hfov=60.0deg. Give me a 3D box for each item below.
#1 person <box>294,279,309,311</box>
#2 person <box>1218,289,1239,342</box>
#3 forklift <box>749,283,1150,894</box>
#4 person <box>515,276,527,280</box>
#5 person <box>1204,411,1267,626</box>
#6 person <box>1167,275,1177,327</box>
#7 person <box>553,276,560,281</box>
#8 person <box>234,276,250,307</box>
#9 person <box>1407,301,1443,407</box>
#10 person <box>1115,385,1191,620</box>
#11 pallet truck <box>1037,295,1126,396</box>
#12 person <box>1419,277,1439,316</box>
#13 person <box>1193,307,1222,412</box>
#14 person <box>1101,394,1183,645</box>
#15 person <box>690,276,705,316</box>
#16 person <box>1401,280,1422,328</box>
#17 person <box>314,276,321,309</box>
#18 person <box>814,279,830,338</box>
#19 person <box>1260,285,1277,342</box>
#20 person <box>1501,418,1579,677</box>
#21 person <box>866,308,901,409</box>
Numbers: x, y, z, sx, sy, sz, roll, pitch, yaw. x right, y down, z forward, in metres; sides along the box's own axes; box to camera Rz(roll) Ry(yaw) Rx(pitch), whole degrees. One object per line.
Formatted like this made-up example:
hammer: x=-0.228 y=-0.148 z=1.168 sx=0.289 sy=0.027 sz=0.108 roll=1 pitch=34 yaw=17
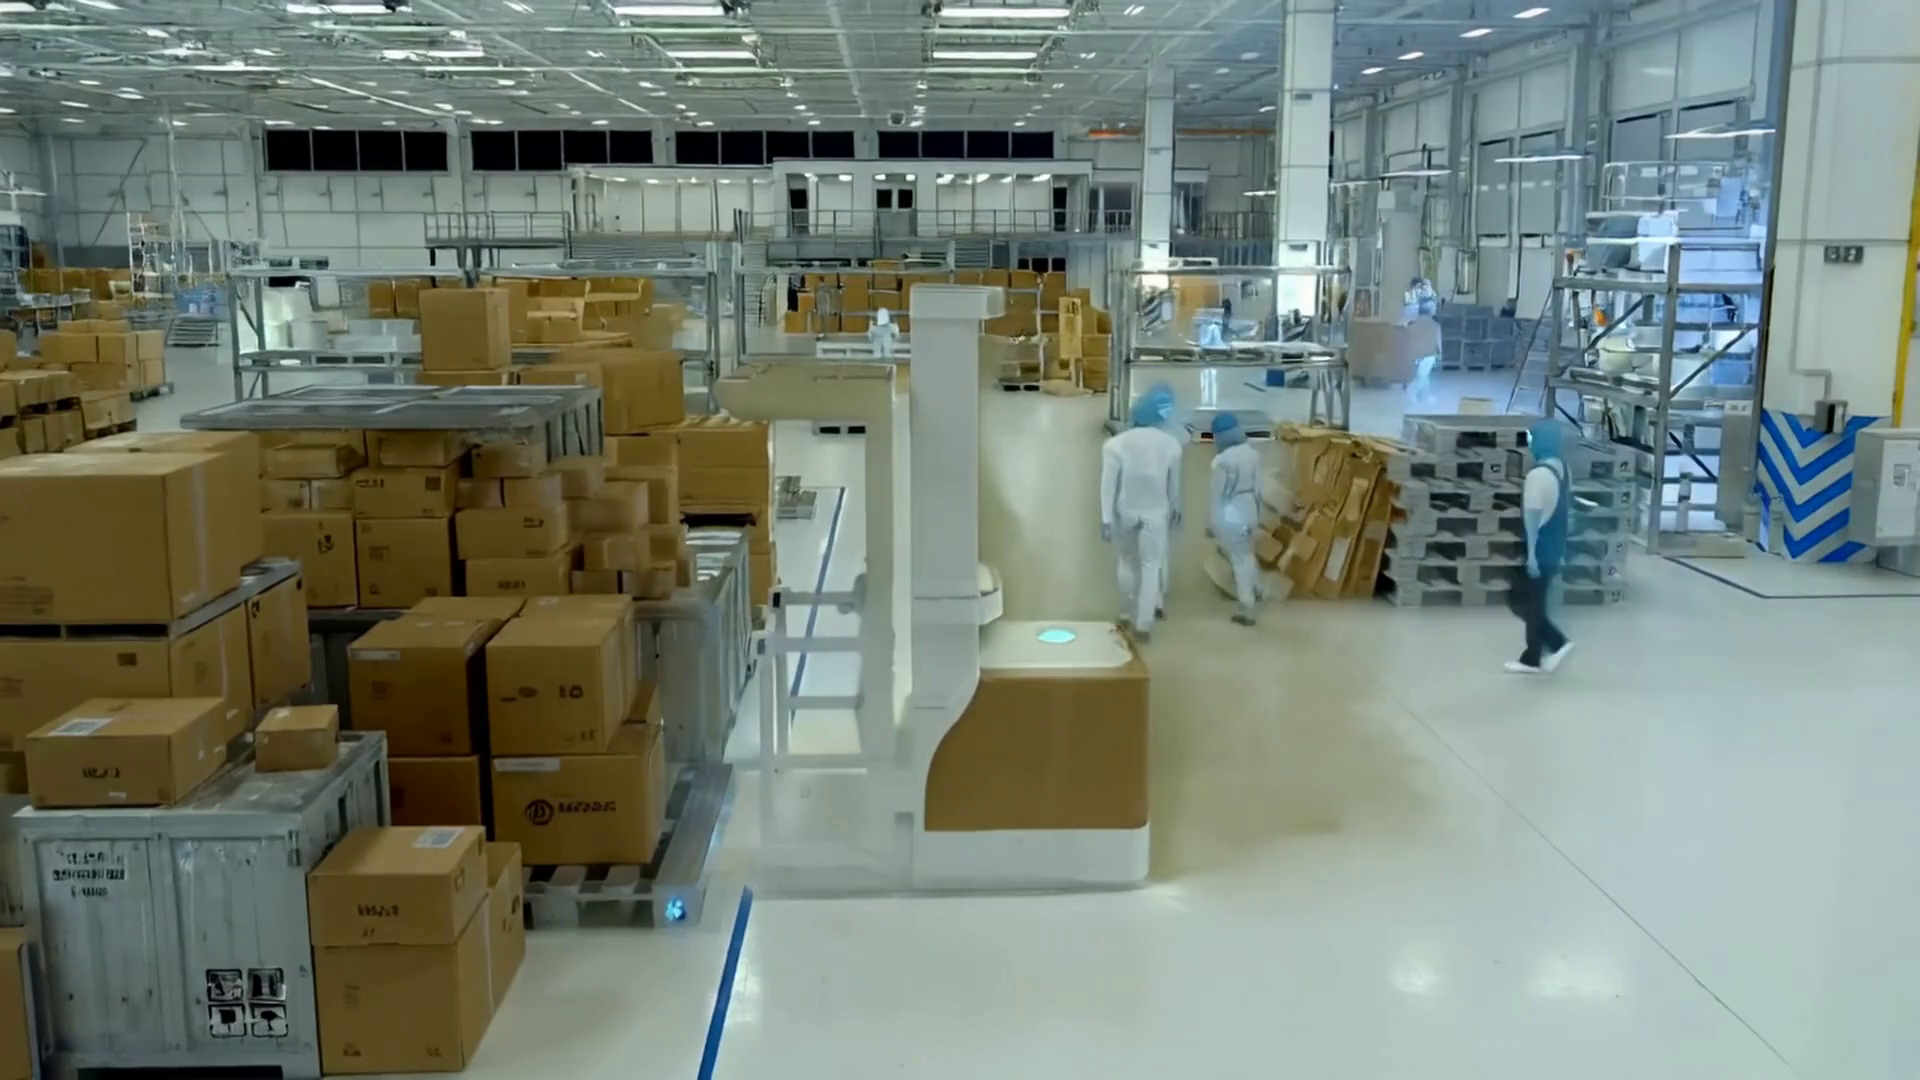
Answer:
person: x=-19.739 y=-6.882 z=49.980 sx=0.543 sy=1.925 sz=0.511 roll=7 pitch=12 yaw=34
person: x=7.782 y=-6.499 z=48.592 sx=0.864 sy=1.655 sz=0.528 roll=-2 pitch=10 yaw=-13
forklift: x=-0.057 y=0.174 z=8.009 sx=1.873 sy=2.768 sz=1.129 roll=0 pitch=10 yaw=-2
person: x=-15.943 y=-8.789 z=60.280 sx=0.700 sy=2.000 sz=0.538 roll=2 pitch=10 yaw=9
person: x=2.181 y=-0.164 z=13.142 sx=0.517 sy=1.706 sz=0.423 roll=-7 pitch=12 yaw=-34
person: x=7.541 y=-8.612 z=59.426 sx=0.388 sy=1.992 sz=0.625 roll=1 pitch=10 yaw=7
person: x=-14.500 y=-8.681 z=59.998 sx=0.590 sy=1.926 sz=0.388 roll=7 pitch=12 yaw=35
person: x=-26.191 y=-8.782 z=60.750 sx=0.588 sy=1.869 sz=0.648 roll=0 pitch=10 yaw=1
person: x=8.570 y=-3.423 z=30.634 sx=1.014 sy=1.953 sz=0.628 roll=-8 pitch=13 yaw=-37
person: x=1.560 y=-0.352 z=13.723 sx=0.650 sy=1.897 sz=0.984 roll=-1 pitch=10 yaw=-4
pallet truck: x=2.483 y=-3.881 z=33.060 sx=1.885 sy=1.965 sz=0.823 roll=-7 pitch=13 yaw=-36
person: x=15.048 y=-7.473 z=53.348 sx=0.602 sy=1.904 sz=0.685 roll=-2 pitch=10 yaw=-9
person: x=4.393 y=-3.164 z=29.388 sx=0.352 sy=1.881 sz=0.576 roll=-5 pitch=11 yaw=-27
person: x=1.394 y=-0.179 z=12.784 sx=0.620 sy=1.881 sz=1.027 roll=1 pitch=10 yaw=3
person: x=-8.100 y=-7.079 z=50.802 sx=0.611 sy=2.019 sz=0.477 roll=-2 pitch=10 yaw=-10
person: x=13.349 y=-6.724 z=49.147 sx=0.571 sy=1.904 sz=0.821 roll=2 pitch=10 yaw=13
person: x=-25.248 y=-9.579 z=65.449 sx=0.327 sy=1.767 sz=0.533 roll=-7 pitch=12 yaw=-35
person: x=-4.336 y=-7.270 z=52.295 sx=0.513 sy=1.872 sz=0.328 roll=1 pitch=10 yaw=7
person: x=9.379 y=-6.832 z=50.261 sx=0.534 sy=1.735 sz=0.853 roll=10 pitch=14 yaw=44
person: x=4.056 y=0.074 z=11.496 sx=0.516 sy=1.830 sz=0.501 roll=-9 pitch=14 yaw=-42
person: x=-1.397 y=-3.278 z=30.141 sx=0.635 sy=1.840 sz=0.429 roll=1 pitch=10 yaw=5
